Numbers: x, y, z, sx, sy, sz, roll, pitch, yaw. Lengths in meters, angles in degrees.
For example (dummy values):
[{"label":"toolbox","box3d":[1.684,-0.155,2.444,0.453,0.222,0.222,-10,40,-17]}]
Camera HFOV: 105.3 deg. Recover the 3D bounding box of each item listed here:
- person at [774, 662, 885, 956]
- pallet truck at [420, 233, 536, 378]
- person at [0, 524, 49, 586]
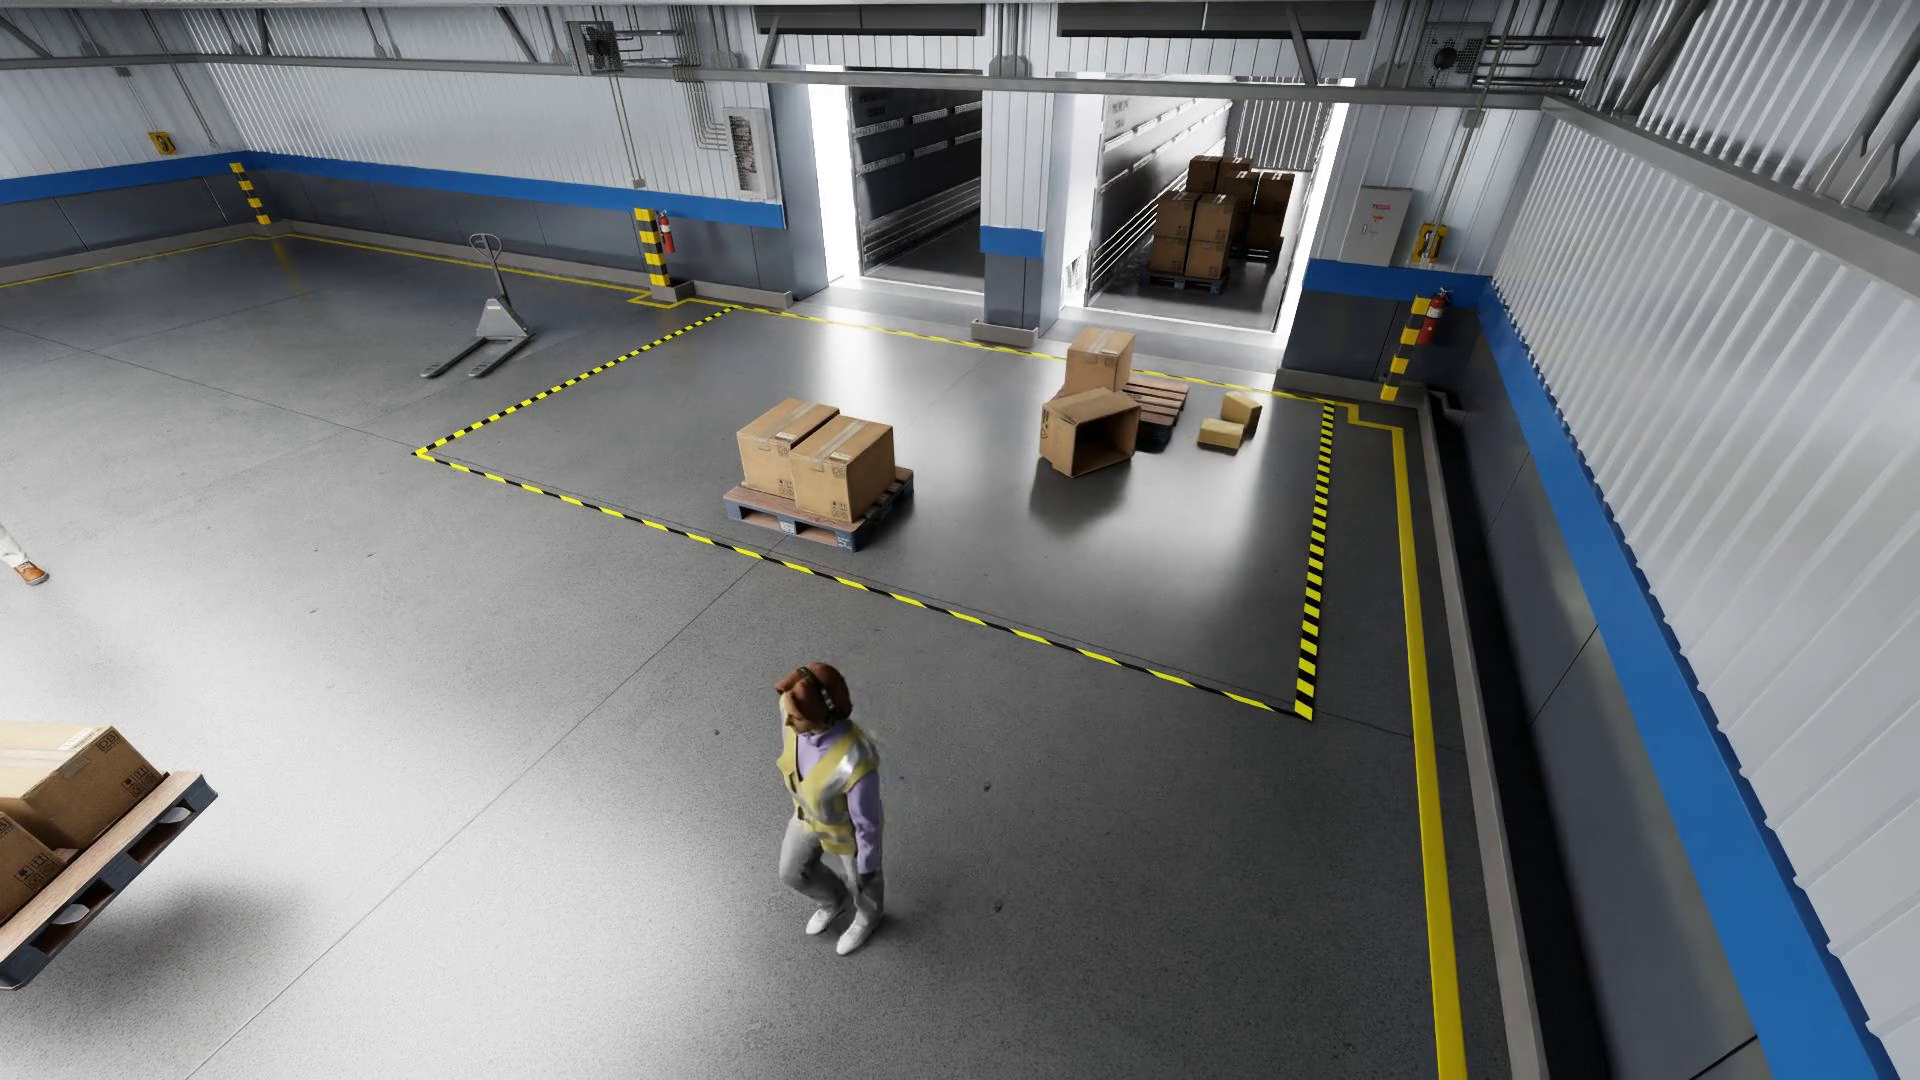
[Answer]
[{"label":"person","box3d":[-0.478,1.076,2.765,0.535,1.626,0.381,28,44,33]},{"label":"pallet truck","box3d":[-5.664,-2.712,8.427,0.680,1.201,1.601,0,35,-1]},{"label":"person","box3d":[-6.763,-0.457,4.650,0.386,1.949,0.603,23,42,29]}]
